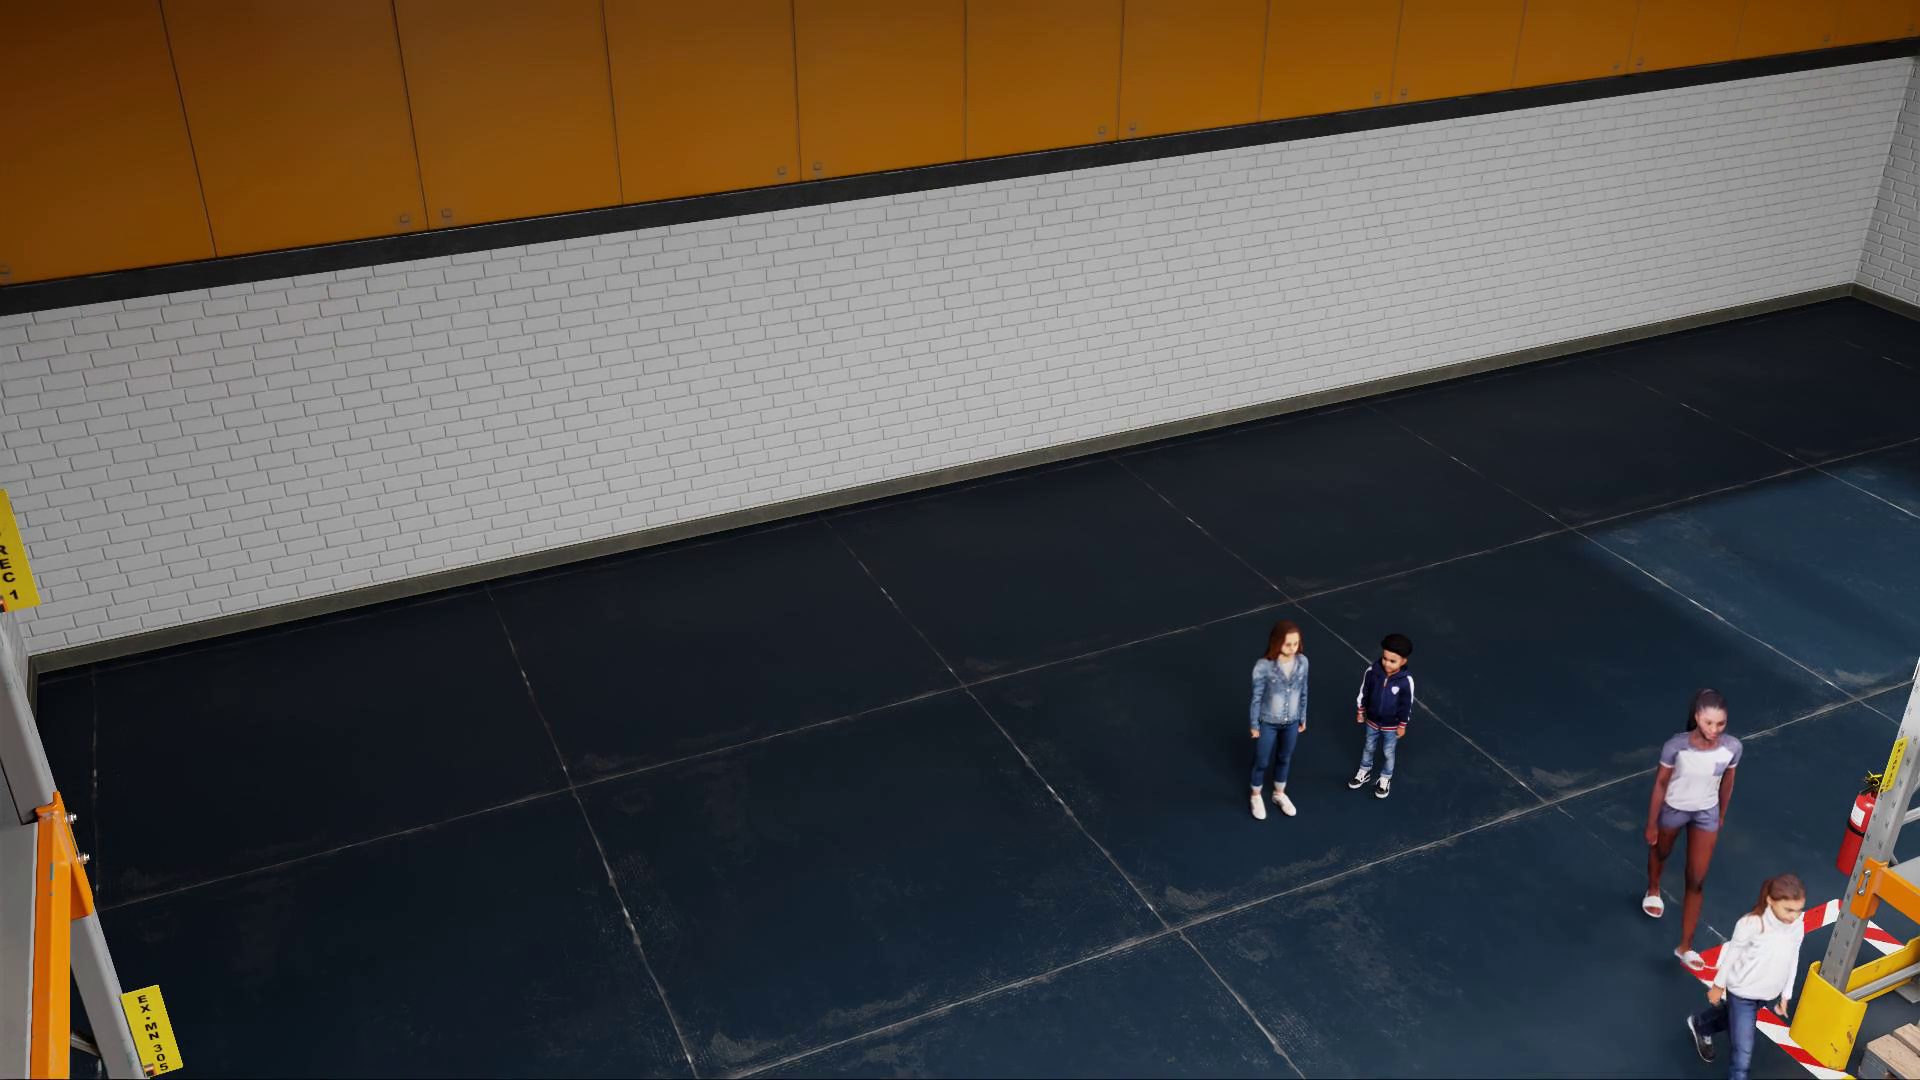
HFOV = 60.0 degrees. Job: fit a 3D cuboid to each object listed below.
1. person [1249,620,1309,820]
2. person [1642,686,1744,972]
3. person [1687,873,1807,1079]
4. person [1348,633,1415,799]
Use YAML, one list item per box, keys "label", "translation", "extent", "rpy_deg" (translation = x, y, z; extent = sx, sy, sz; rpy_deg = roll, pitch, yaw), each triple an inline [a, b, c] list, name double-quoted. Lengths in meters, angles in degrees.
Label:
- label: "person"
  translation: [2.091, 1.169, 10.988]
  extent: [0.589, 1.476, 0.544]
  rpy_deg: [-8, 30, -15]
- label: "person"
  translation: [4.332, 1.599, 9.972]
  extent: [1.017, 1.694, 1.160]
  rpy_deg: [5, 29, 9]
- label: "person"
  translation: [4.161, 2.331, 8.821]
  extent: [0.775, 1.512, 1.147]
  rpy_deg: [-3, 29, -5]
- label: "person"
  translation: [2.874, 1.170, 11.251]
  extent: [0.562, 1.221, 0.656]
  rpy_deg: [19, 34, 30]
